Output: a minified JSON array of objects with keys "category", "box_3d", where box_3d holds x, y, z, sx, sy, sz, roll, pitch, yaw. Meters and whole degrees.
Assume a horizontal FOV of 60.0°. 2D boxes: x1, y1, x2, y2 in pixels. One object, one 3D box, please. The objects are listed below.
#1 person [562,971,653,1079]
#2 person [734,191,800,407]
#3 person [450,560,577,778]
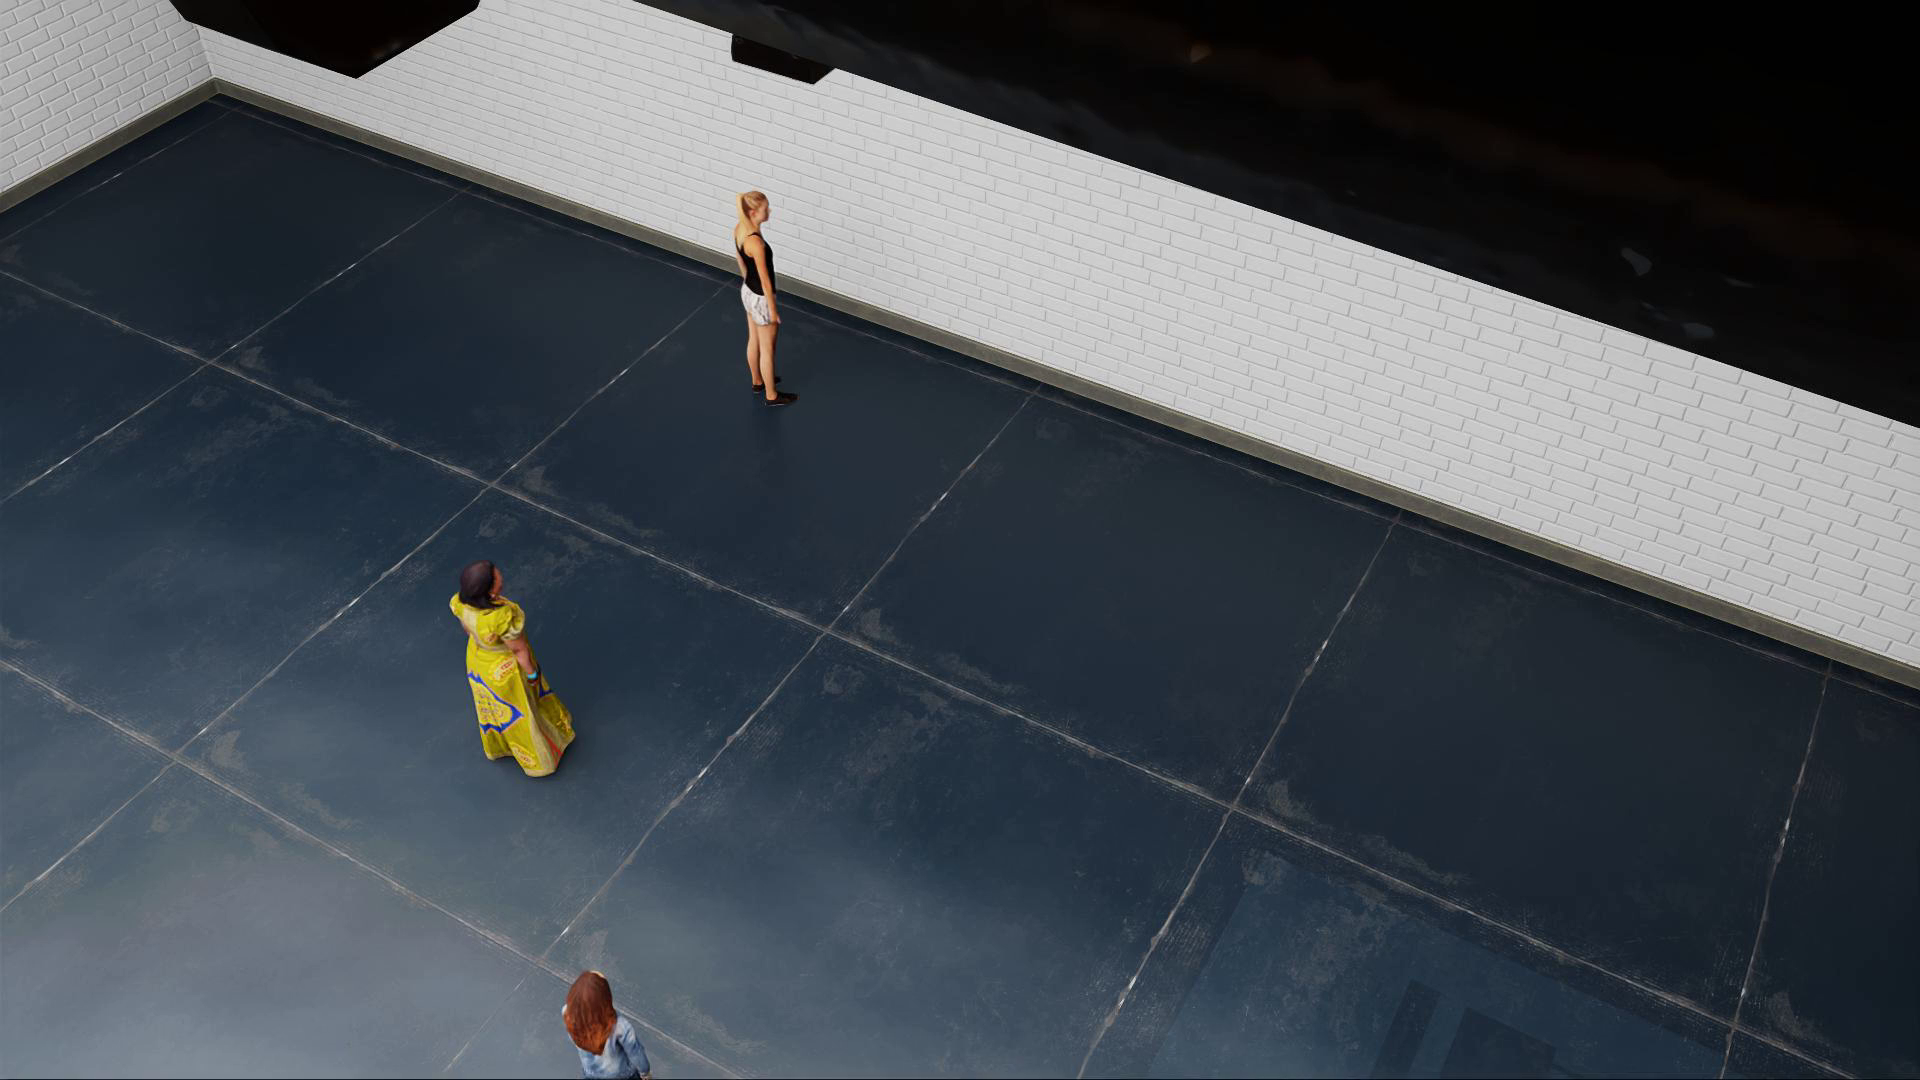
[{"category":"person","box_3d":[-1.737,2.601,8.223,0.582,1.474,0.526,15,46,16]},{"category":"person","box_3d":[-1.530,-1.845,12.621,0.693,1.845,0.682,-21,47,-21]},{"category":"person","box_3d":[-2.756,0.749,10.040,0.848,1.660,0.759,24,49,23]}]
